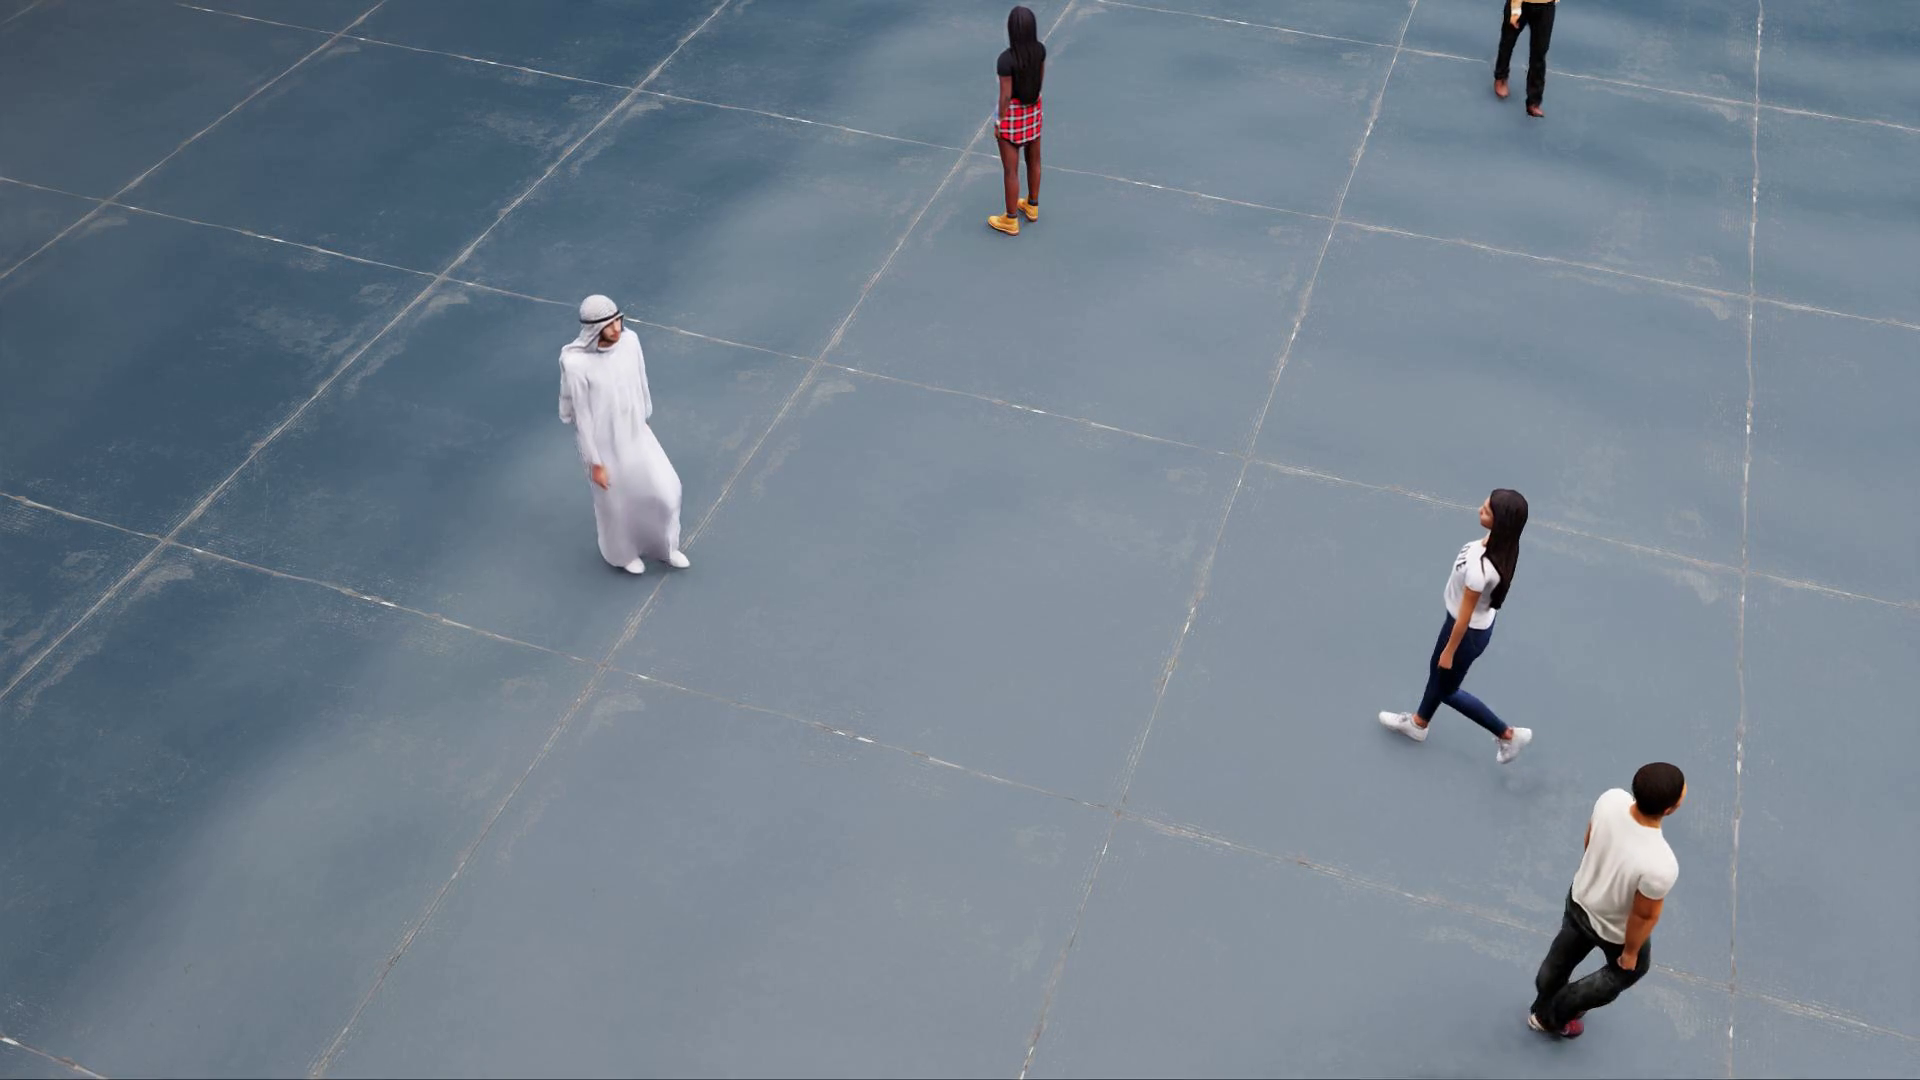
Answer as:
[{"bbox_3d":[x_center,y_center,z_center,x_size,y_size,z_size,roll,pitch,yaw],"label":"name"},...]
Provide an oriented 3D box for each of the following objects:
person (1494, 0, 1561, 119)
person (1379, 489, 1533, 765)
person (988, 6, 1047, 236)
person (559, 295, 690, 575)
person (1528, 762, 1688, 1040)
[{"bbox_3d":[4.607,-4.367,13.495,1.137,1.712,0.978,-1,43,-1],"label":"person"},{"bbox_3d":[2.600,0.482,8.266,1.015,1.761,0.683,20,47,20],"label":"person"},{"bbox_3d":[0.436,-3.050,12.071,0.724,1.729,0.701,34,53,31],"label":"person"},{"bbox_3d":[-1.994,-0.600,9.314,0.859,1.910,0.927,-34,53,-31],"label":"person"},{"bbox_3d":[2.672,1.585,7.055,0.835,1.799,0.791,-13,45,-13],"label":"person"}]
